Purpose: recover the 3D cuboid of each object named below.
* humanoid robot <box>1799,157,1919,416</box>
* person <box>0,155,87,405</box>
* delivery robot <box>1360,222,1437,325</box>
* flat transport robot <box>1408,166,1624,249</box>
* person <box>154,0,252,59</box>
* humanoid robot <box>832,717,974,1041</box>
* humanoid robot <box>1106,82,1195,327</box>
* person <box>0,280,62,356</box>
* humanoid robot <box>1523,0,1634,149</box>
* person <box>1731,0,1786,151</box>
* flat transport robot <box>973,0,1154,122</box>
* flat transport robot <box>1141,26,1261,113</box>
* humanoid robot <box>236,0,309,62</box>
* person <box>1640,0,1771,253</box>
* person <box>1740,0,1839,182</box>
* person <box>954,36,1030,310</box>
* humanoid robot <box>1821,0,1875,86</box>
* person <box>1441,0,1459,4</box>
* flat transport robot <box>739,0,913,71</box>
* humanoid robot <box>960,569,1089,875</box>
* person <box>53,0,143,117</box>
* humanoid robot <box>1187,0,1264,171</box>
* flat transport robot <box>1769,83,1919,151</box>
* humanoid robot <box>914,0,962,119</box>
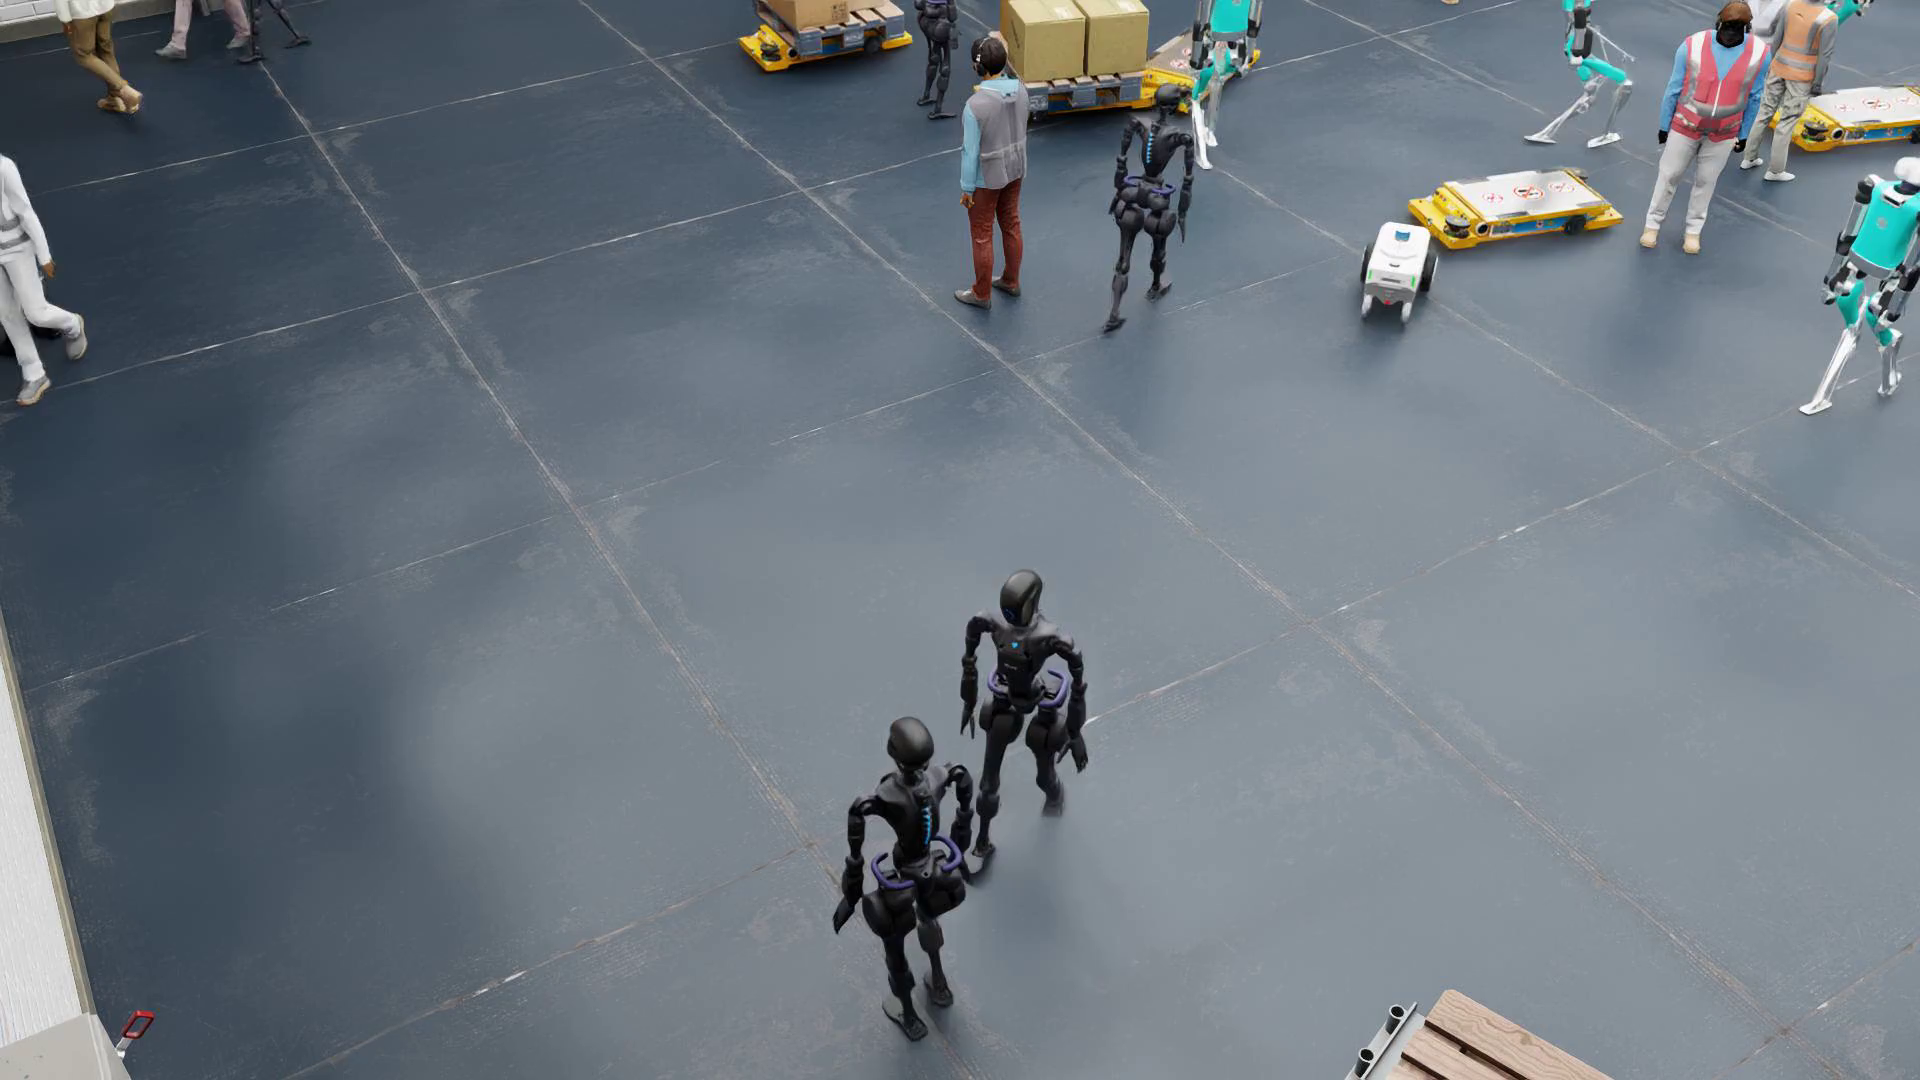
[{"bbox_3d":[5.671,-1.534,10.088,0.885,1.815,0.563,-19,42,-23],"label":"humanoid robot"},{"bbox_3d":[-5.880,-1.767,10.228,0.612,1.871,0.641,6,39,7],"label":"person"},{"bbox_3d":[3.001,-1.880,11.423,0.499,0.581,0.774,13,40,15],"label":"delivery robot"},{"bbox_3d":[4.156,-2.487,12.429,1.431,0.231,0.659,-10,39,-12],"label":"flat transport robot"},{"bbox_3d":[-6.753,-5.077,14.469,0.568,1.796,0.963,21,43,24],"label":"person"},{"bbox_3d":[-0.210,1.336,6.476,0.602,1.654,0.316,-19,42,-22],"label":"humanoid robot"},{"bbox_3d":[1.231,-2.223,11.017,0.588,1.615,0.809,20,43,23],"label":"humanoid robot"},{"bbox_3d":[-6.264,-2.072,10.566,0.371,1.933,0.548,17,42,20],"label":"person"},{"bbox_3d":[5.065,-3.883,13.029,0.929,1.771,0.570,13,40,16],"label":"humanoid robot"},{"bbox_3d":[6.146,-3.793,12.941,0.581,1.663,0.634,27,46,30],"label":"person"},{"bbox_3d":[0.883,-3.816,14.106,1.431,0.231,0.659,-9,39,-11],"label":"flat transport robot"},{"bbox_3d":[2.017,-4.114,14.483,0.659,0.231,1.431,22,44,26],"label":"flat transport robot"},{"bbox_3d":[-6.218,-5.046,14.551,0.734,1.623,0.601,-28,46,-31],"label":"humanoid robot"},{"bbox_3d":[5.230,-2.892,11.688,0.628,1.838,0.431,11,40,13],"label":"person"},{"bbox_3d":[6.339,-3.535,12.649,0.306,1.638,0.512,-16,41,-20],"label":"person"},{"bbox_3d":[0.228,-2.409,11.043,0.534,1.872,0.415,-30,47,-32],"label":"person"},{"bbox_3d":[7.337,-4.604,13.948,0.541,1.798,0.760,1,38,1],"label":"humanoid robot"},{"bbox_3d":[4.793,-6.015,15.584,0.574,1.882,0.356,-26,45,-29],"label":"person"},{"bbox_3d":[-1.211,-4.557,15.042,1.431,0.231,0.659,-17,42,-21],"label":"flat transport robot"},{"bbox_3d":[0.281,0.758,7.243,0.616,1.647,0.679,15,41,18],"label":"humanoid robot"},{"bbox_3d":[-7.030,-4.258,13.468,0.588,1.747,0.541,16,41,19],"label":"person"},{"bbox_3d":[1.974,-3.838,12.968,0.532,1.762,0.920,-8,39,-10],"label":"humanoid robot"},{"bbox_3d":[7.430,-3.471,13.672,1.431,0.231,0.659,-8,39,-10],"label":"flat transport robot"},{"bbox_3d":[-0.181,-4.302,13.590,0.325,1.645,0.596,-16,41,-19],"label":"humanoid robot"}]
